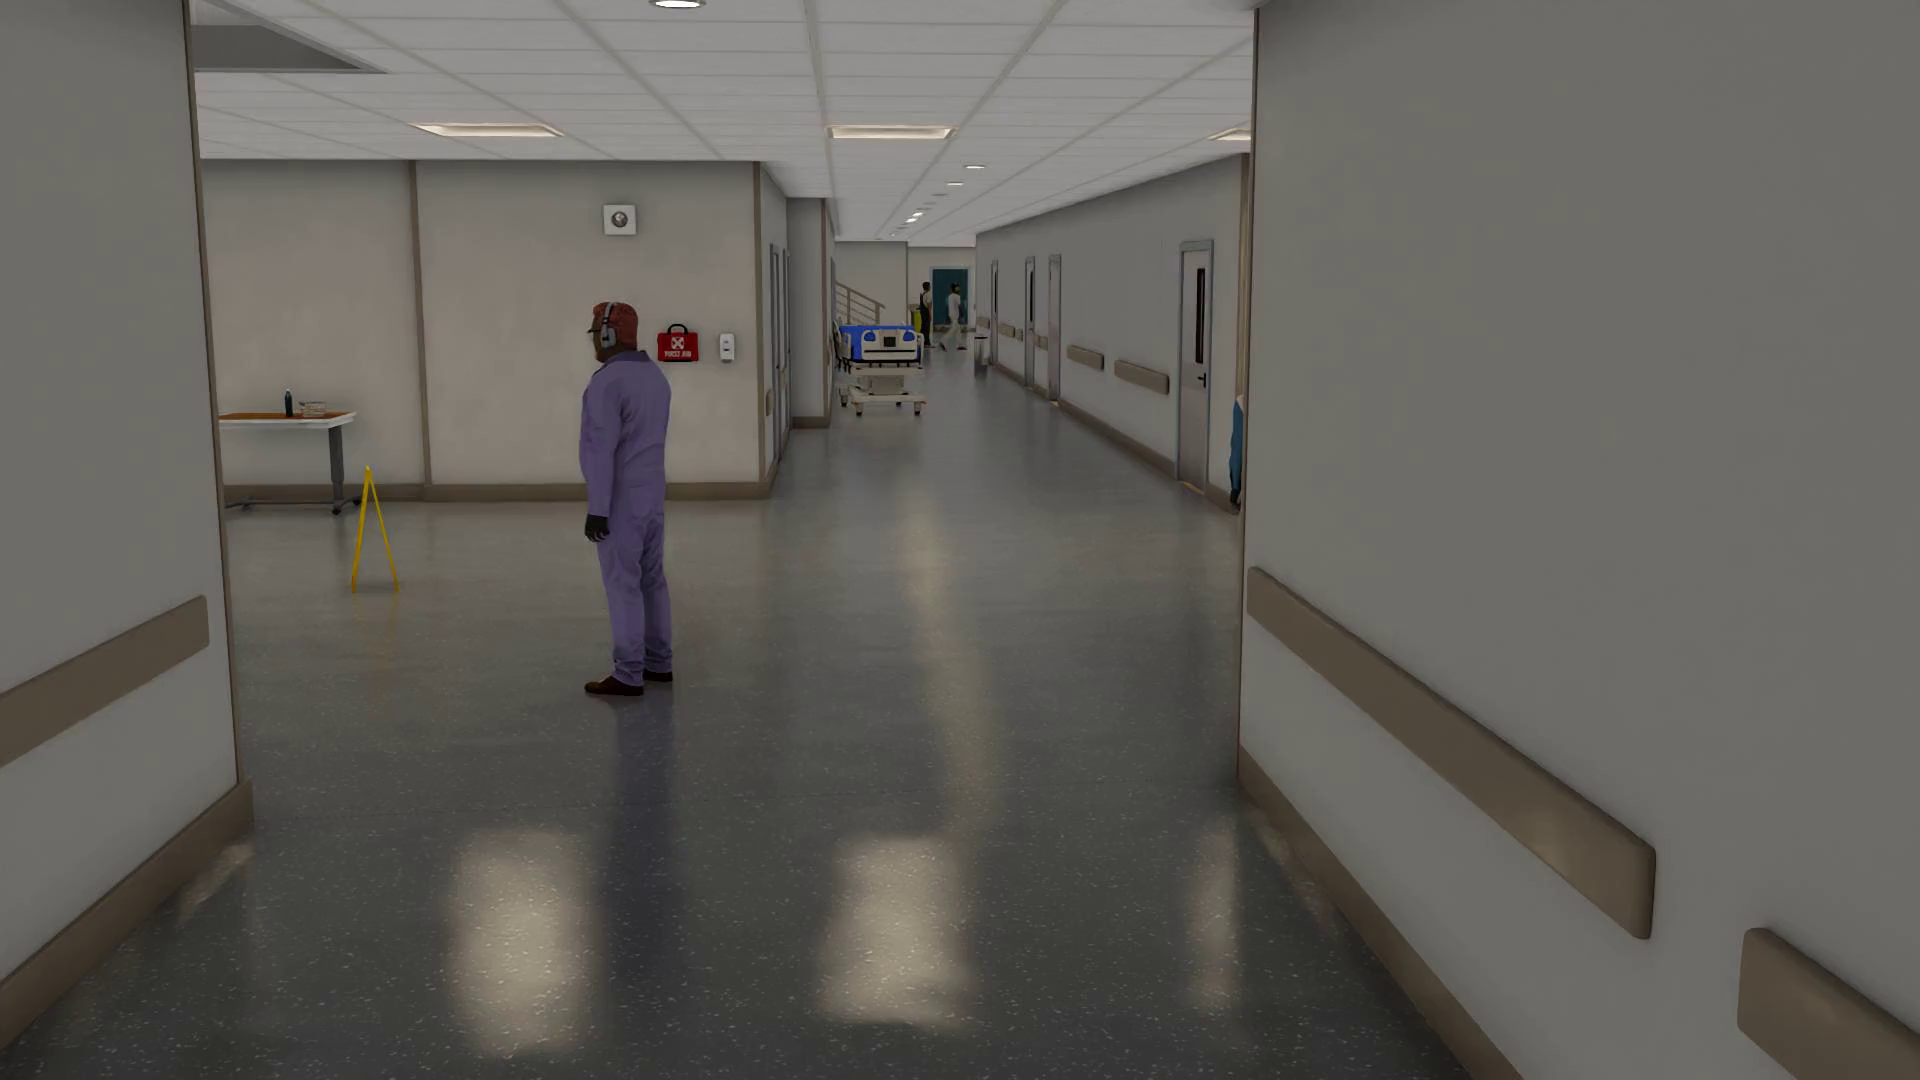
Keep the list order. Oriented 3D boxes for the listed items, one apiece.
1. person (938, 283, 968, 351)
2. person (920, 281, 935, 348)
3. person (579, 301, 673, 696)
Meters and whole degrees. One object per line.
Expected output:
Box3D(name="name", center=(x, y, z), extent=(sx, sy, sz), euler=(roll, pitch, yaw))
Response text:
Box3D(name="person", center=(-0.195, -5.985, 44.612), extent=(0.927, 1.834, 0.528), euler=(-5, 10, -28))
Box3D(name="person", center=(-0.934, -6.268, 46.317), extent=(0.345, 1.845, 0.508), euler=(-6, 11, -31))
Box3D(name="person", center=(-1.641, -0.200, 8.083), extent=(0.397, 1.900, 0.637), euler=(2, 9, 14))
